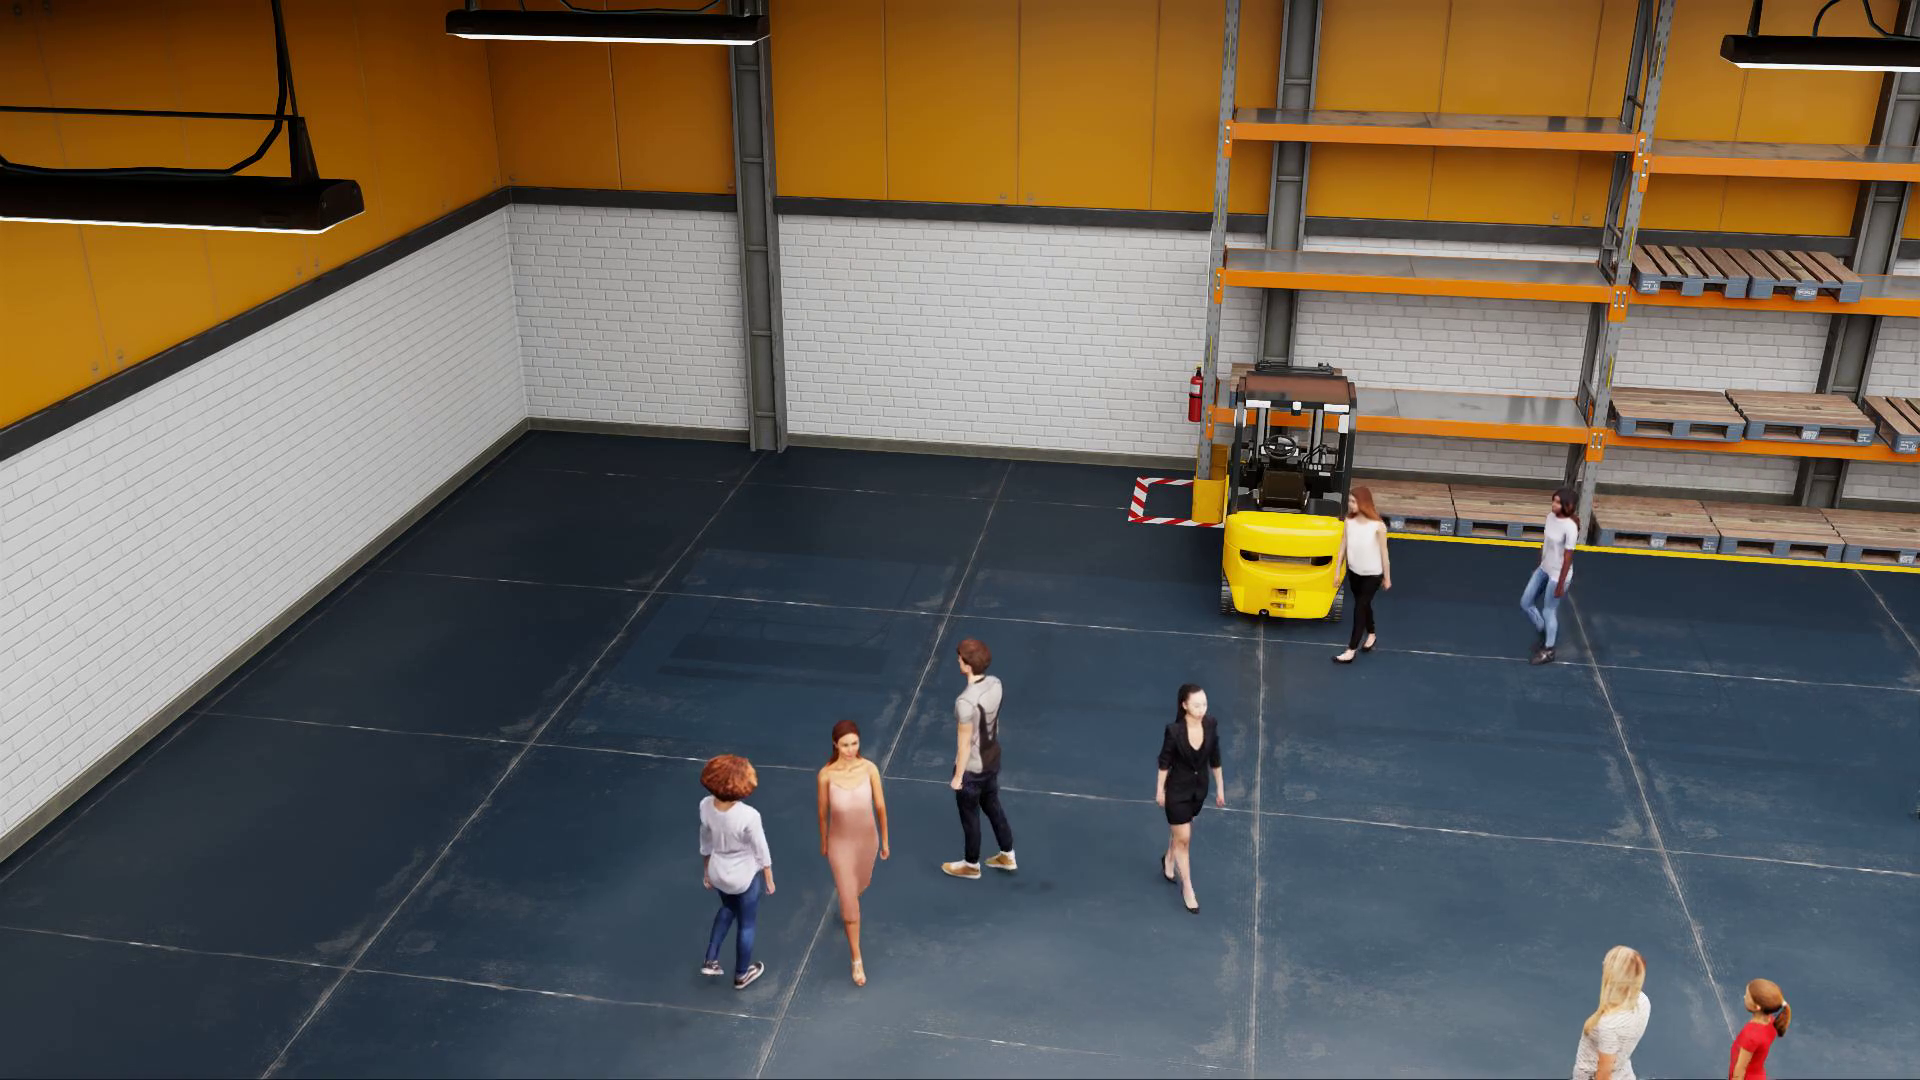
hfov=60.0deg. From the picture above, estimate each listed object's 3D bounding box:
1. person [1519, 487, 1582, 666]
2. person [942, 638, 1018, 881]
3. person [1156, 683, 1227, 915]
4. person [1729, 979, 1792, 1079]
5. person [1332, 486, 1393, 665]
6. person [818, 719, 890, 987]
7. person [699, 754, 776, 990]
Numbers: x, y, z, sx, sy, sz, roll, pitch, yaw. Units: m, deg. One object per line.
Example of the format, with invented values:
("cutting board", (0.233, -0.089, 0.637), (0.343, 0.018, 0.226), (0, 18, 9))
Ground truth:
("person", (5.391, 0.320, 14.914), (0.768, 1.712, 0.727), (-5, 24, -12))
("person", (0.164, 1.559, 11.827), (0.855, 1.914, 0.798), (14, 27, 29))
("person", (1.537, 1.735, 11.723), (0.919, 1.674, 0.934), (-10, 26, -22))
("person", (4.415, 3.032, 9.227), (0.683, 1.297, 0.621), (21, 31, 39))
("person", (3.715, 0.287, 15.020), (0.983, 1.686, 1.001), (21, 31, 39))
("person", (-0.720, 1.970, 11.033), (1.129, 1.796, 0.972), (-7, 24, -15))
("person", (-1.501, 2.190, 10.675), (0.741, 1.680, 0.814), (13, 27, 27))
